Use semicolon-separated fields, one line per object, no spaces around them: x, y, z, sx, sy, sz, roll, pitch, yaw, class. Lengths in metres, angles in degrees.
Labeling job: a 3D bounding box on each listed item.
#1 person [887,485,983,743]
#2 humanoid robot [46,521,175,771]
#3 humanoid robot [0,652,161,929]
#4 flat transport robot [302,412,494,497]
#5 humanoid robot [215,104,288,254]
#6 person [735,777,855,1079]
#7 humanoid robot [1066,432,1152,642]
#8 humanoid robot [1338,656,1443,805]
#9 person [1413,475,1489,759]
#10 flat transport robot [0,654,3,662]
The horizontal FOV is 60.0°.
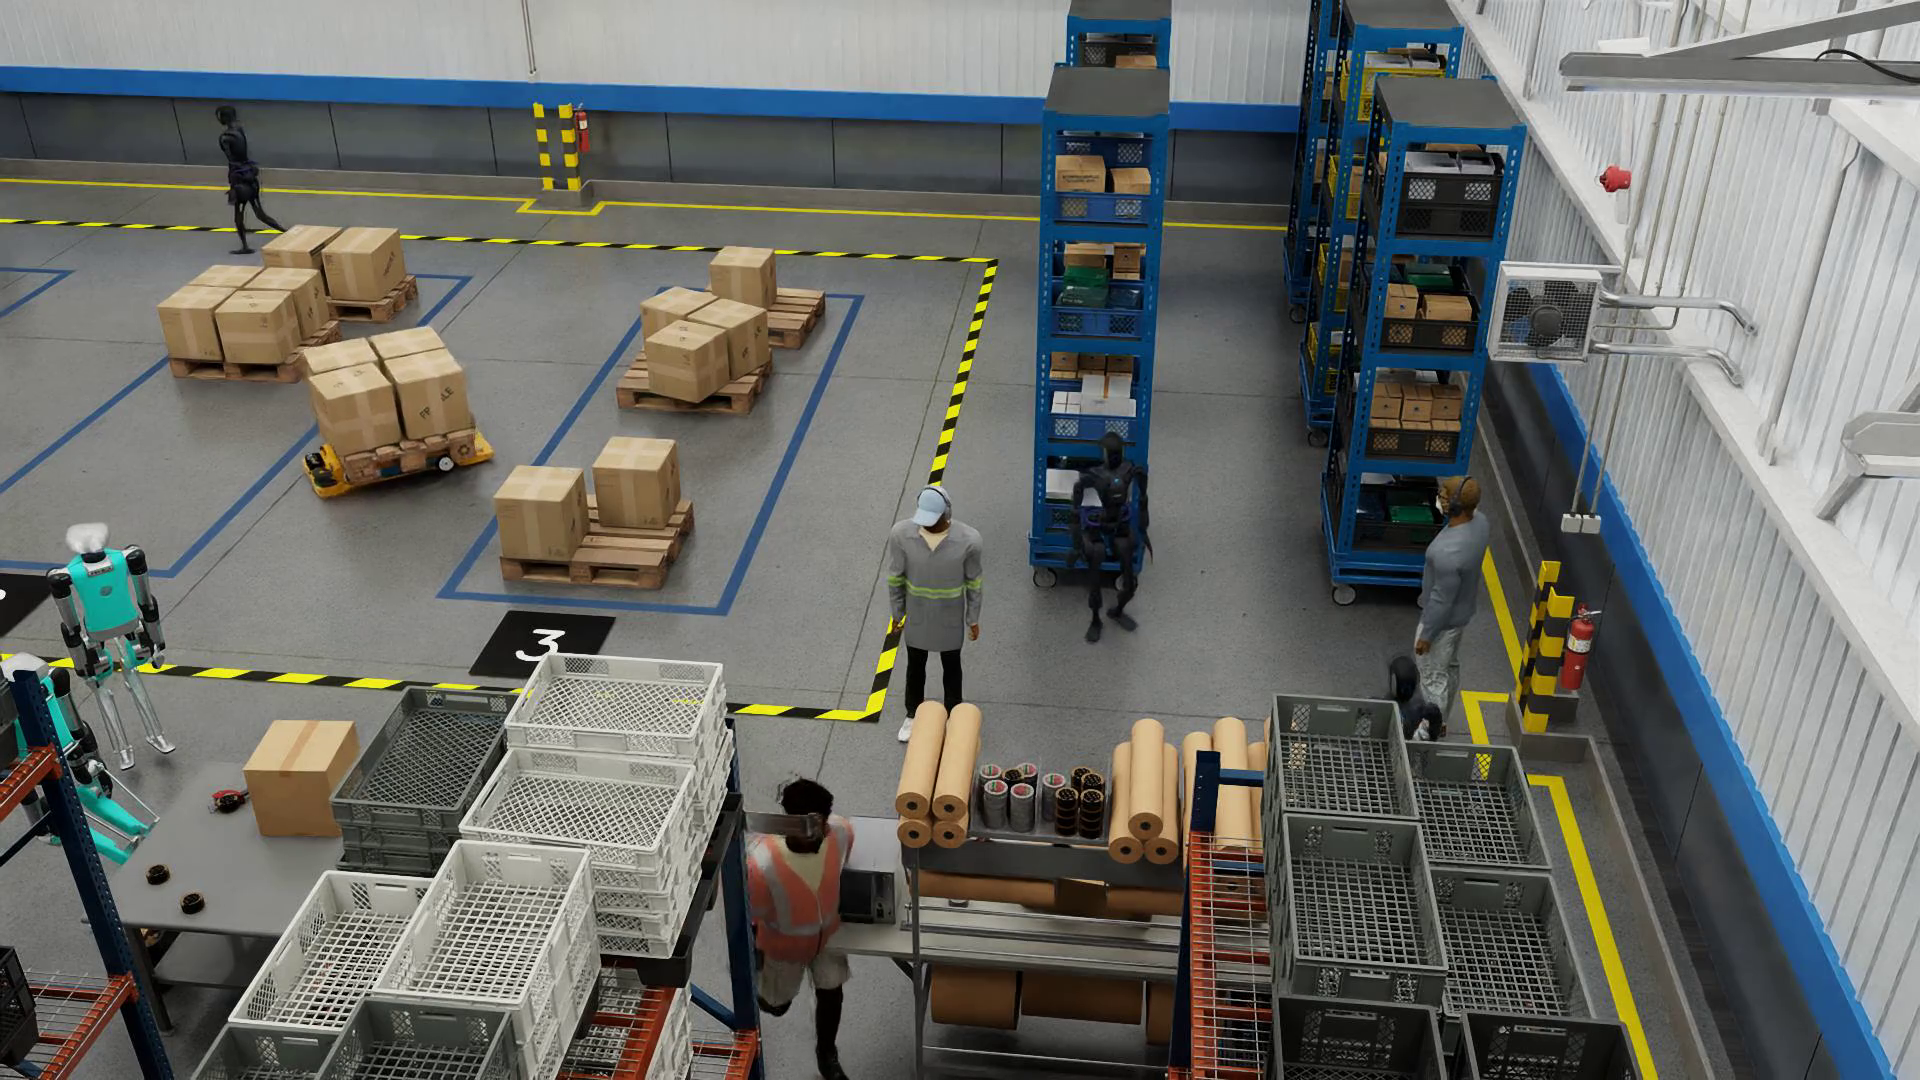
-0.159;0.465;10.306;0.588;1.847;0.407;4;30;7;person
-5.159;0.579;10.090;0.533;1.673;0.735;-22;37;-33;humanoid robot
-4.539;1.362;8.741;0.735;1.677;0.533;8;31;13;humanoid robot
-4.703;-0.736;13.910;1.431;0.197;0.652;-16;34;-25;flat transport robot
-7.694;-3.898;17.998;0.710;1.633;0.608;-2;30;-4;humanoid robot
-0.824;1.814;7.920;0.616;1.928;0.752;-20;36;-31;person
1.020;-0.033;11.329;0.608;1.637;0.396;-10;32;-16;humanoid robot
2.295;1.337;9.015;0.595;1.623;0.774;-1;30;-2;humanoid robot
2.959;0.467;10.213;0.367;1.939;0.634;17;34;27;person
-7.142;0.969;11.010;1.431;0.231;0.659;3;30;6;flat transport robot
